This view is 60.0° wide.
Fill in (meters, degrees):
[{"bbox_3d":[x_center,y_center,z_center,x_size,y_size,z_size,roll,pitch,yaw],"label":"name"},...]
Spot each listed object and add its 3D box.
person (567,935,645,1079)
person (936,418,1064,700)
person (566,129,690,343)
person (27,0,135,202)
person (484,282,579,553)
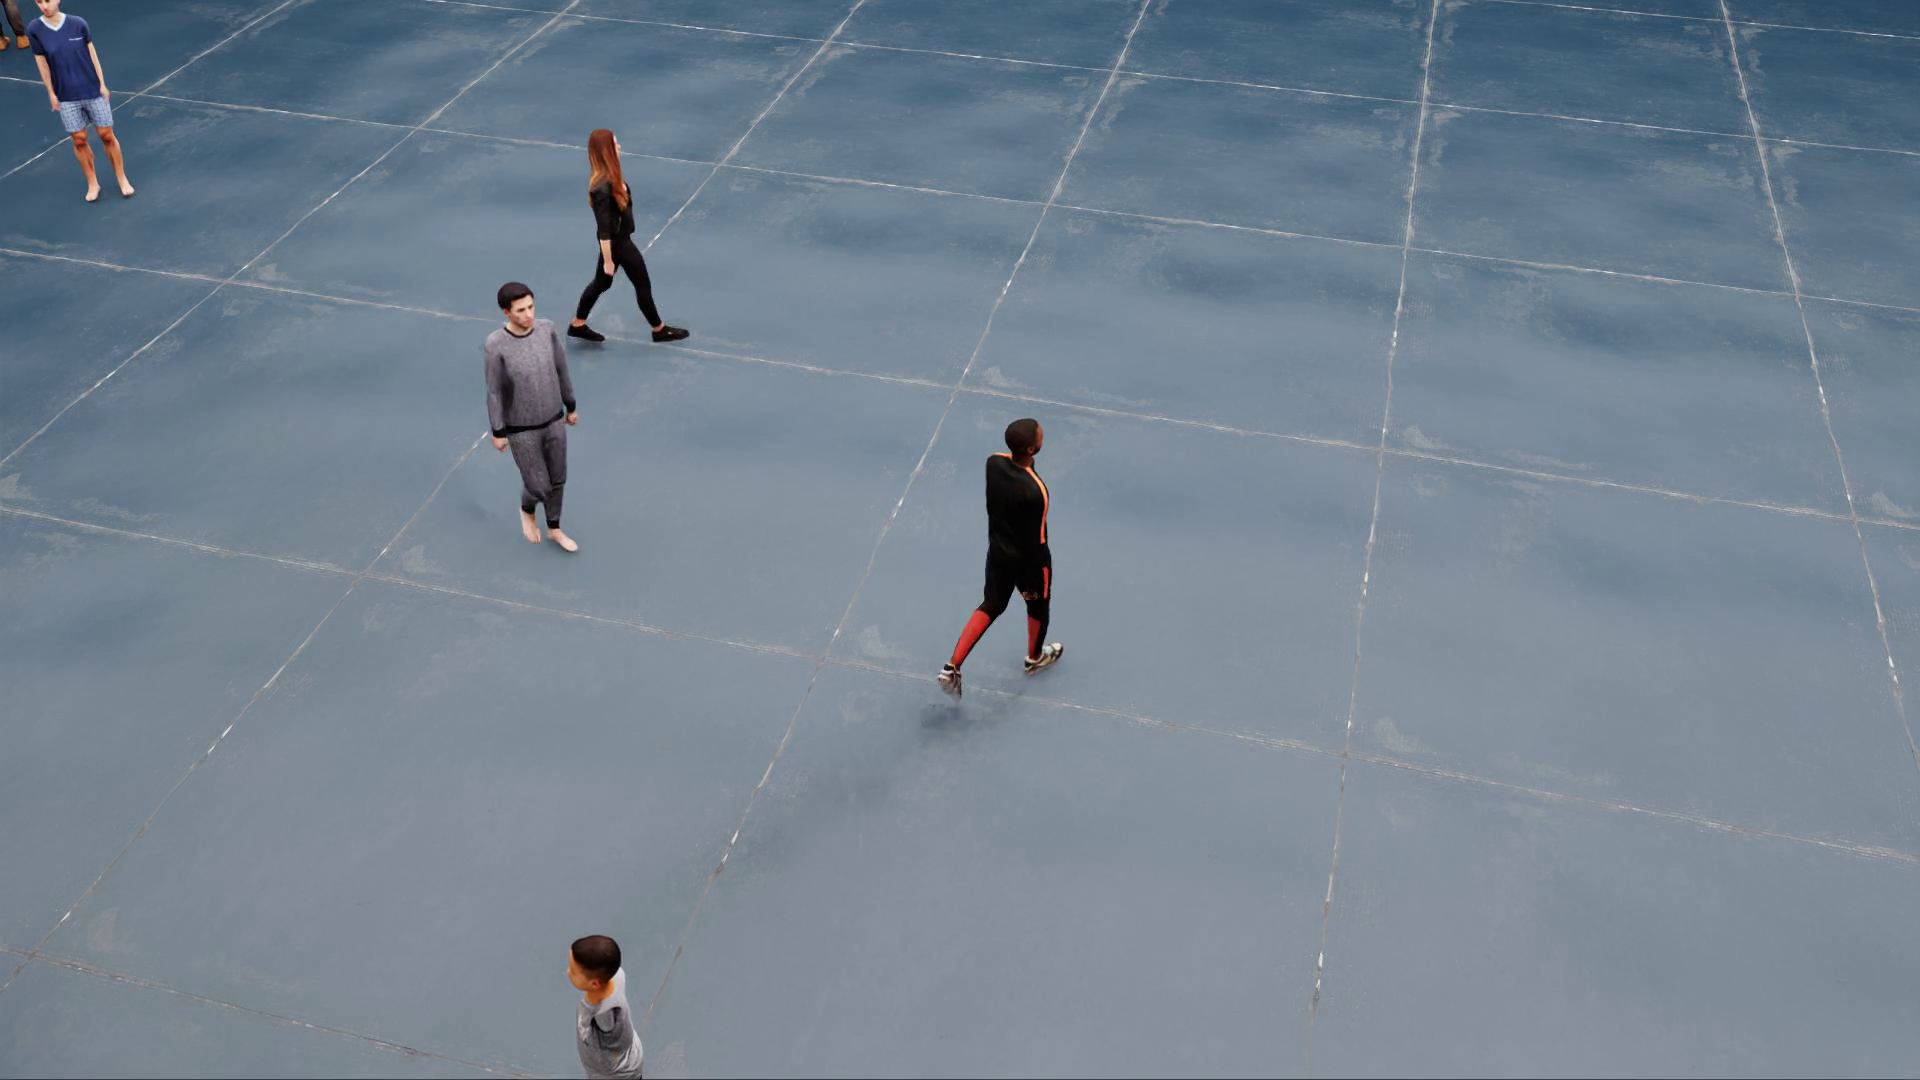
[{"bbox_3d":[-1.414,2.055,6.747,0.705,1.457,0.611,-12,40,-15],"label":"person"},{"bbox_3d":[0.228,0.132,8.947,1.202,1.774,0.976,-31,48,-34],"label":"person"},{"bbox_3d":[-2.562,-2.117,11.903,0.989,1.675,1.147,-6,38,-7],"label":"person"},{"bbox_3d":[-7.346,-3.749,13.851,0.702,1.846,0.742,-16,41,-19],"label":"person"},{"bbox_3d":[-2.619,-0.750,10.026,0.897,1.835,0.785,30,47,33],"label":"person"}]
